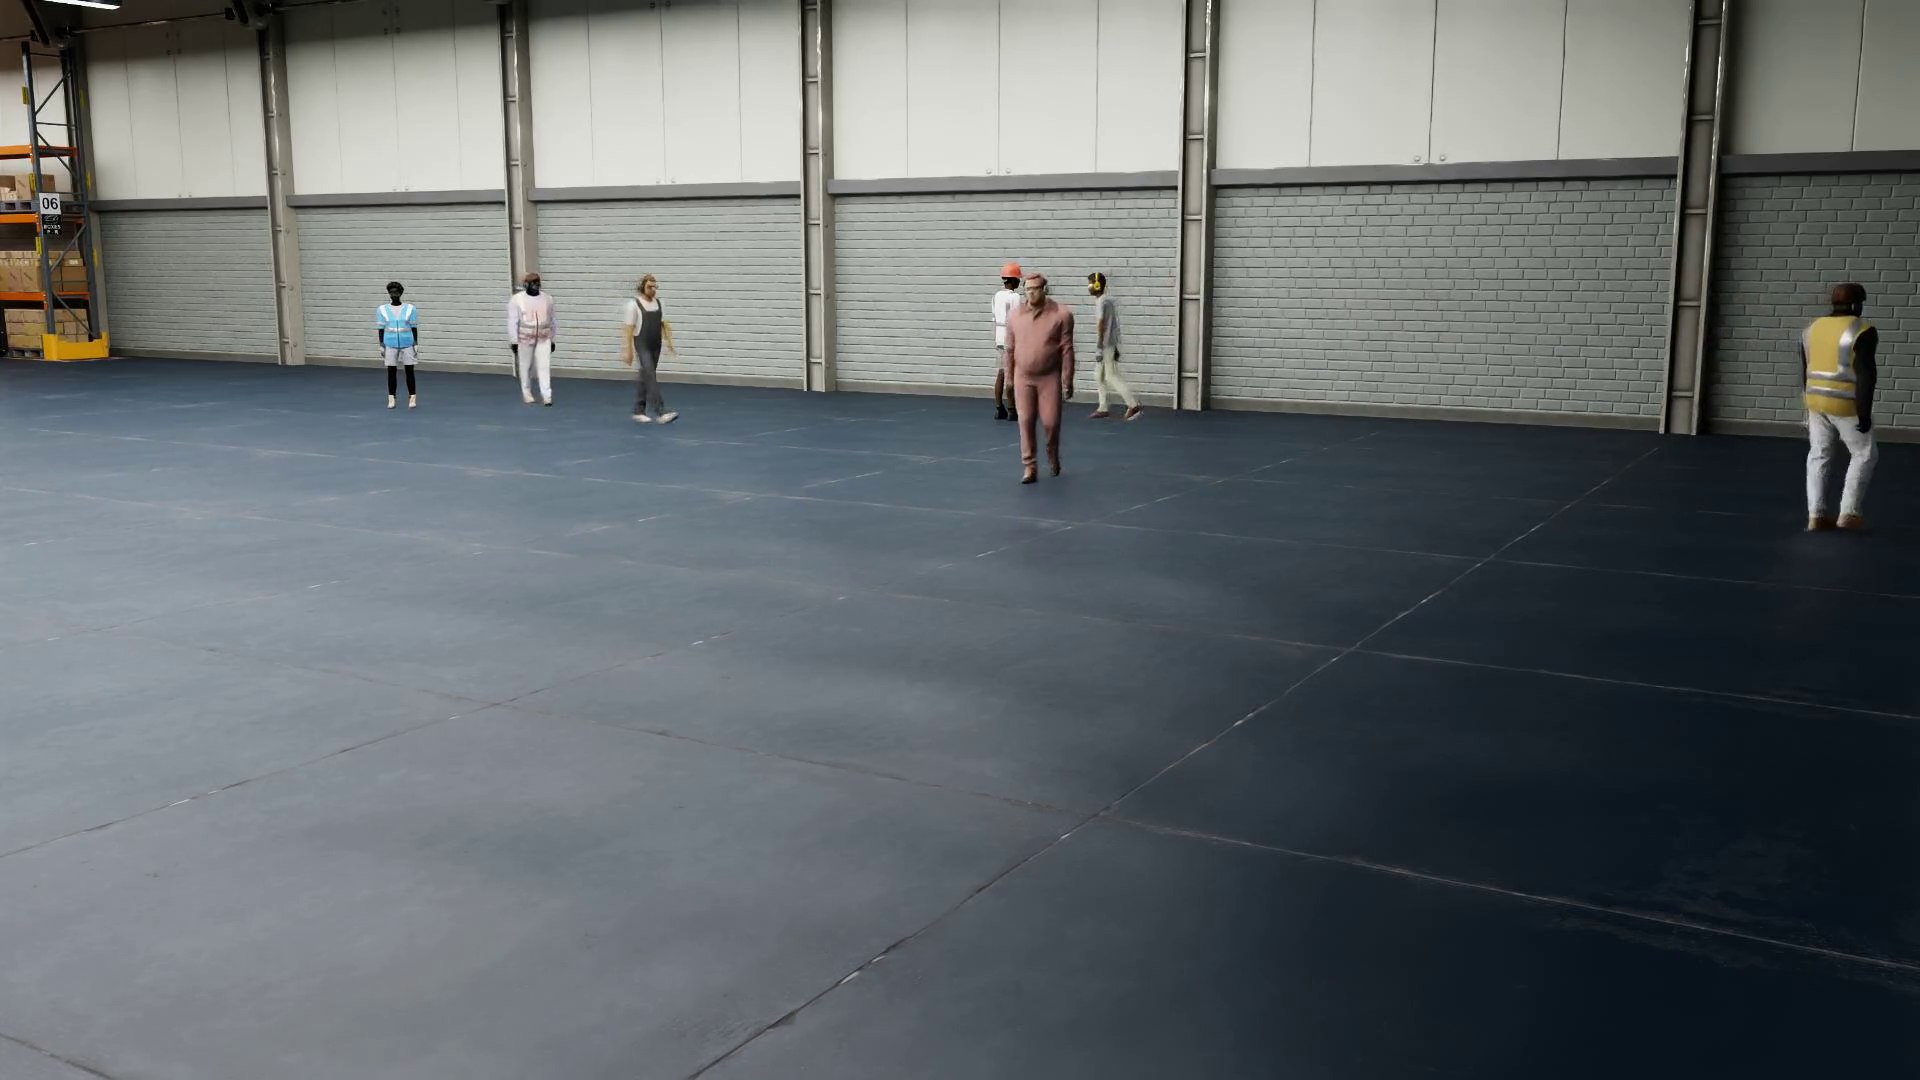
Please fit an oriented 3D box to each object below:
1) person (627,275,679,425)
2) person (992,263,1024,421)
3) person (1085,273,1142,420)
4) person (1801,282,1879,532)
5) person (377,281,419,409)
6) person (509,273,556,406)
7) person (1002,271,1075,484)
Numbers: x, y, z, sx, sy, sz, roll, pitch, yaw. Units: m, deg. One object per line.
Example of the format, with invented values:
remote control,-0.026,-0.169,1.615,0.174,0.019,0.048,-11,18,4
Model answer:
person,-3.682,-2.274,19.971,0.971,1.792,0.520,8,12,37
person,0.620,-2.435,20.499,0.358,1.938,0.542,-6,12,-33
person,1.926,-2.399,20.648,0.750,1.820,0.554,2,10,13
person,6.486,-0.966,12.195,0.572,1.829,0.662,-3,10,-19
person,-7.462,-2.586,22.109,0.530,1.689,0.321,-3,10,-16
person,-5.806,-2.728,22.649,0.638,1.794,0.987,-5,11,-26
person,0.693,-1.442,14.830,0.661,1.885,0.461,2,10,13
